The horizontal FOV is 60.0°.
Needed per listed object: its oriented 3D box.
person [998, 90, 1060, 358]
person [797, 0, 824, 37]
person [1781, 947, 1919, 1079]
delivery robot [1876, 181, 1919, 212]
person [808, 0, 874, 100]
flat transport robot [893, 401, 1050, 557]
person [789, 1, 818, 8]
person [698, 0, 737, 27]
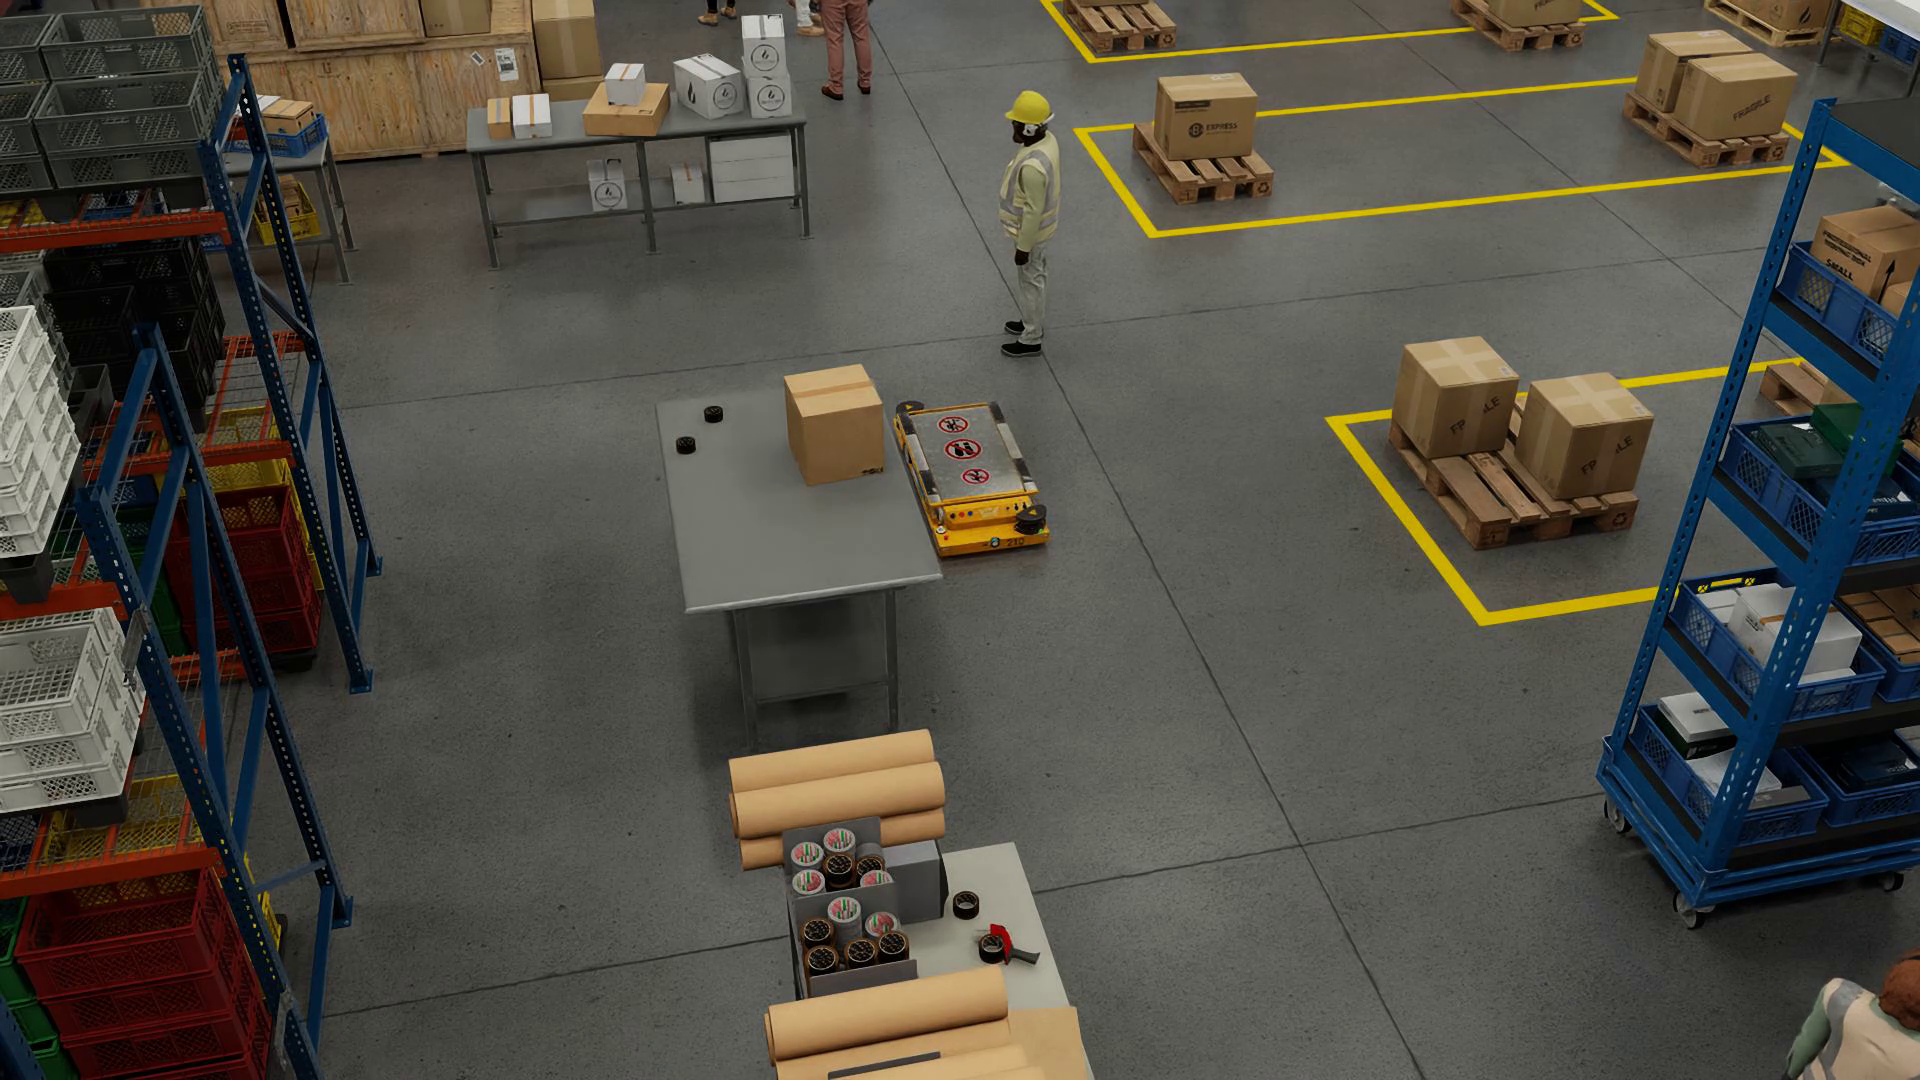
[{"bbox_3d":[0.453,-2.091,11.042,0.403,1.833,0.591,5,37,7],"label":"person"},{"bbox_3d":[-1.466,-5.826,16.061,0.429,1.835,0.635,3,37,3],"label":"person"},{"bbox_3d":[3.059,1.989,5.725,0.311,1.631,0.511,-27,44,-31],"label":"person"},{"bbox_3d":[7.549,-2.814,13.001,0.707,0.478,0.477,-18,40,-23],"label":"delivery robot"},{"bbox_3d":[-1.051,-4.875,14.723,0.652,1.906,0.402,-17,40,-22],"label":"person"},{"bbox_3d":[0.046,-0.430,10.108,0.652,0.197,1.431,-8,37,-10],"label":"flat transport robot"},{"bbox_3d":[-1.586,-6.265,16.644,0.603,1.849,0.399,-23,43,-28],"label":"person"},{"bbox_3d":[-2.440,-5.921,16.302,0.315,1.696,0.540,29,45,33],"label":"person"}]
